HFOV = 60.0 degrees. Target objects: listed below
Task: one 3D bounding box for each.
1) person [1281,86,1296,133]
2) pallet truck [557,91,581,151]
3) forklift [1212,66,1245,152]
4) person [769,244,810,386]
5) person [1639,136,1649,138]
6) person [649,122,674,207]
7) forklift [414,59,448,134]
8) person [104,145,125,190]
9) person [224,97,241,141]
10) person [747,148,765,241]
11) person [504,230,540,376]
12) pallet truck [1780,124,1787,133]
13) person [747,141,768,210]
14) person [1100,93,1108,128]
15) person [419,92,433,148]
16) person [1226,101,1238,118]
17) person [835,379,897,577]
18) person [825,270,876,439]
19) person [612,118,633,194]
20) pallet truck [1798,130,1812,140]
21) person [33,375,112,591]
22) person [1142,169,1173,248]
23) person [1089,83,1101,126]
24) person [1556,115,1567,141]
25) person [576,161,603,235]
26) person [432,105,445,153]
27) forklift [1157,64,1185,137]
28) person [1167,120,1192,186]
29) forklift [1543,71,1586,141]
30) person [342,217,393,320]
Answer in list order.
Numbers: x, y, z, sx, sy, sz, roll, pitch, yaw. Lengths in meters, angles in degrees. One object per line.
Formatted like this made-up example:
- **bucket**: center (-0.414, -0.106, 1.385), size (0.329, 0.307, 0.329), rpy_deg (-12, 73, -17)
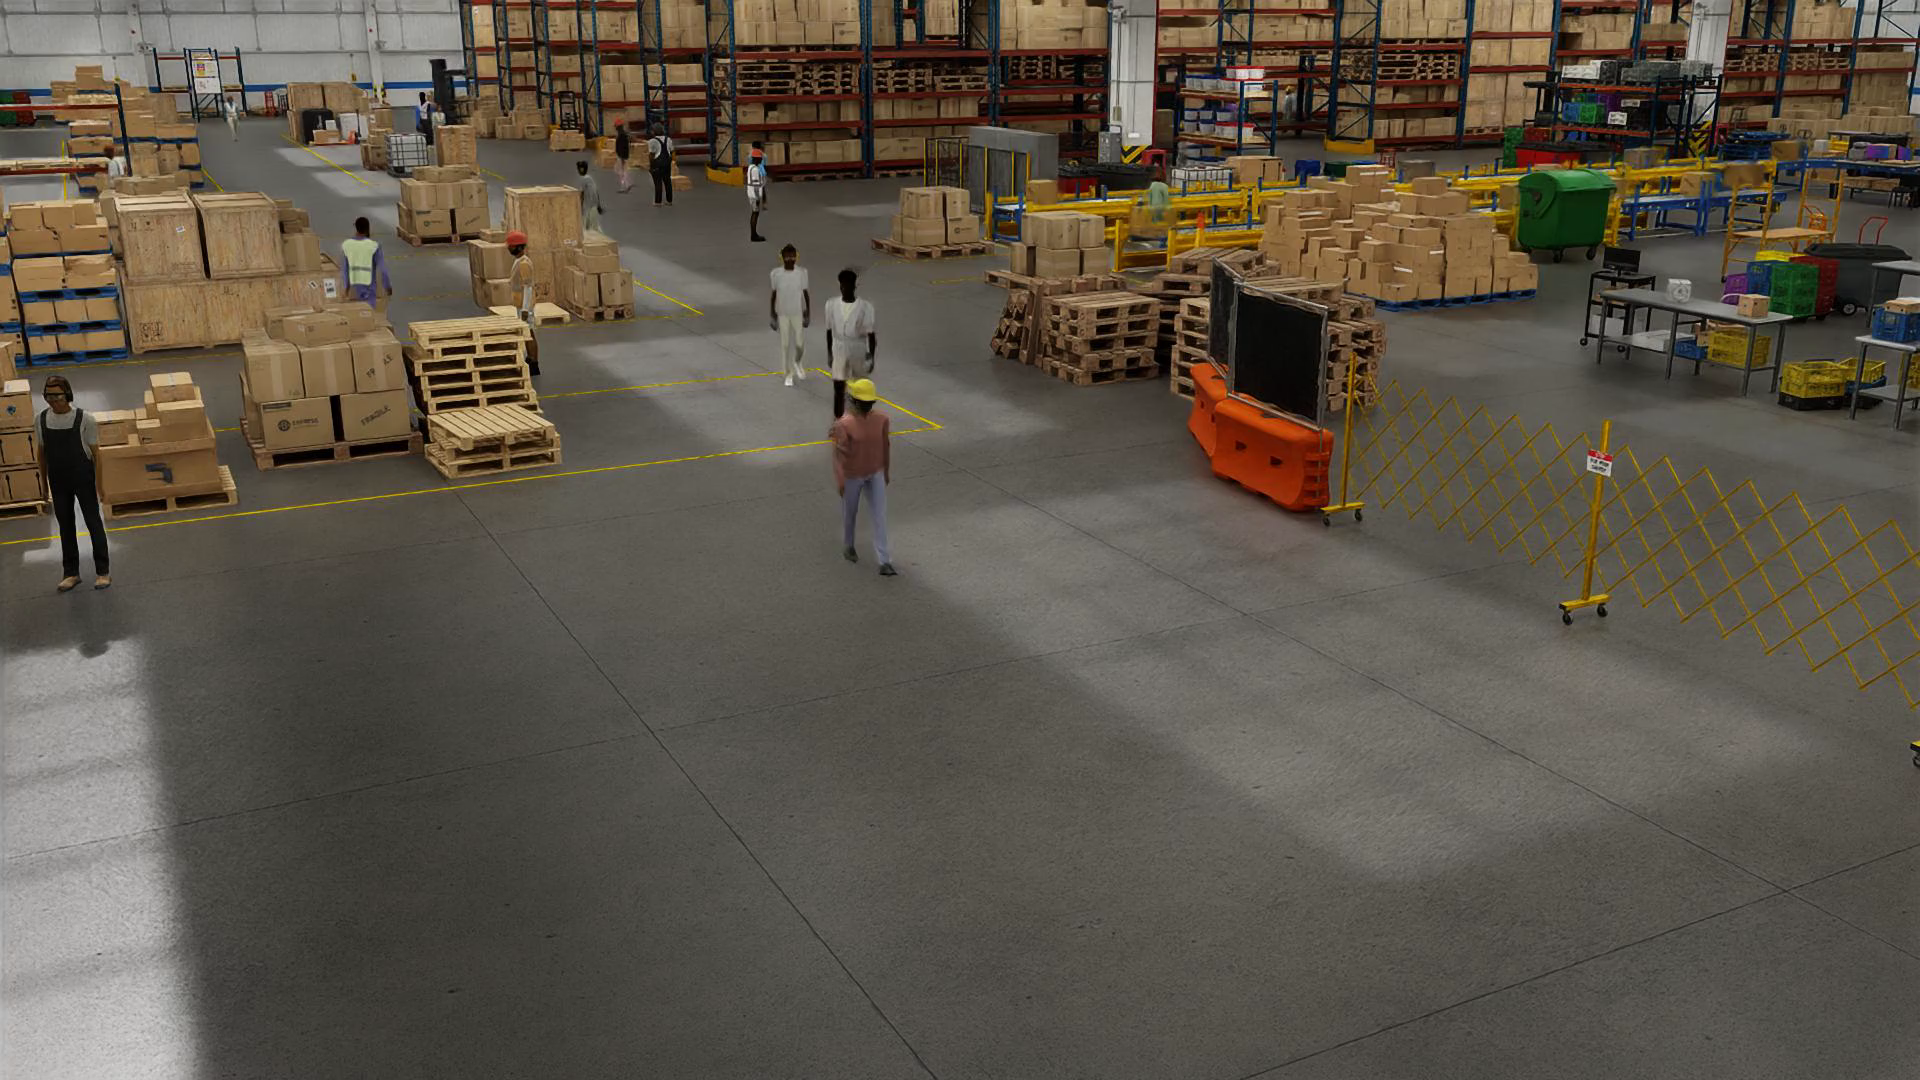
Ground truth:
- **person**: center (12.875, -16.859, 65.109), size (0.536, 1.817, 0.598), rpy_deg (-10, 20, -29)
- **pallet truck**: center (-13.495, -14.412, 57.188), size (0.823, 1.965, 1.885), rpy_deg (-3, 18, -9)
- **forklift**: center (8.785, -14.707, 56.686), size (1.873, 2.768, 1.129), rpy_deg (3, 18, 11)
- **person**: center (-2.219, -2.920, 21.600), size (0.530, 1.856, 0.406), rpy_deg (-2, 18, -6)
- **person**: center (22.712, -13.565, 55.071), size (0.557, 1.656, 0.820), rpy_deg (13, 22, 34)
- **person**: center (-7.440, -9.282, 41.125), size (0.674, 2.000, 0.535), rpy_deg (-17, 24, -42)
- **forklift**: center (-20.039, -17.113, 64.184), size (1.873, 2.768, 1.129), rpy_deg (0, 18, 1)
- **person**: center (-18.765, -7.838, 36.973), size (1.031, 1.826, 0.570), rpy_deg (-2, 18, -7)
- **person**: center (-26.782, -15.516, 61.268), size (0.538, 1.585, 0.851), rpy_deg (-14, 22, -37)
- **person**: center (-4.269, -7.256, 35.003), size (0.394, 1.929, 0.539), rpy_deg (-4, 18, -13)
- **person**: center (-5.838, -3.156, 22.188), size (0.350, 1.942, 0.543), rpy_deg (-8, 19, -22)
- **pallet truck**: center (25.206, -12.542, 52.601), size (1.601, 1.201, 0.680), rpy_deg (0, 18, -2)
- **person**: center (-4.922, -8.884, 40.515), size (0.538, 1.656, 0.884), rpy_deg (-7, 19, -22)
- **person**: center (5.856, -17.415, 66.797), size (0.633, 1.858, 1.024), rpy_deg (-8, 20, -24)
- **person**: center (-18.742, -14.743, 58.365), size (0.587, 1.911, 0.397), rpy_deg (14, 22, 37)
- **person**: center (9.274, -14.334, 57.078), size (0.589, 1.918, 0.581), rpy_deg (-11, 21, -30)
- **person**: center (-0.835, -0.561, 14.459), size (0.547, 1.713, 0.925), rpy_deg (-8, 19, -23)
- **person**: center (-1.262, -2.136, 19.055), size (0.633, 1.908, 1.021), rpy_deg (4, 18, 12)
- **person**: center (-8.911, -10.088, 43.732), size (0.434, 1.974, 0.632), rpy_deg (0, 18, -1)
- **pallet truck**: center (25.526, -11.556, 49.408), size (1.630, 1.274, 0.653), rpy_deg (-9, 20, -26)
- **person**: center (-7.467, -0.479, 13.994), size (0.506, 1.847, 0.343), rpy_deg (-3, 18, -8)
- **person**: center (4.065, -6.791, 34.096), size (0.868, 1.590, 0.502), rpy_deg (-9, 20, -26)
- **person**: center (5.315, -17.214, 65.901), size (0.612, 2.022, 0.644), rpy_deg (-7, 19, -21)
- **person**: center (17.810, -11.722, 49.234), size (0.890, 1.715, 0.551), rpy_deg (4, 18, 14)
- **person**: center (-7.494, -6.662, 33.296), size (0.847, 1.825, 0.514), rpy_deg (2, 18, 6)
- **person**: center (-17.505, -13.804, 55.951), size (0.875, 1.591, 0.529), rpy_deg (17, 24, 42)
- **forklift**: center (7.709, -16.057, 60.893), size (1.129, 2.768, 1.873), rpy_deg (-10, 20, -27)
- **person**: center (6.202, -10.676, 45.891), size (0.918, 1.795, 0.596), rpy_deg (-10, 20, -28)
- **forklift**: center (18.685, -13.231, 52.085), size (1.873, 2.768, 1.129), rpy_deg (-9, 20, -26)
- **person**: center (-8.495, -3.700, 23.979), size (0.628, 1.879, 0.918), rpy_deg (4, 18, 13)
